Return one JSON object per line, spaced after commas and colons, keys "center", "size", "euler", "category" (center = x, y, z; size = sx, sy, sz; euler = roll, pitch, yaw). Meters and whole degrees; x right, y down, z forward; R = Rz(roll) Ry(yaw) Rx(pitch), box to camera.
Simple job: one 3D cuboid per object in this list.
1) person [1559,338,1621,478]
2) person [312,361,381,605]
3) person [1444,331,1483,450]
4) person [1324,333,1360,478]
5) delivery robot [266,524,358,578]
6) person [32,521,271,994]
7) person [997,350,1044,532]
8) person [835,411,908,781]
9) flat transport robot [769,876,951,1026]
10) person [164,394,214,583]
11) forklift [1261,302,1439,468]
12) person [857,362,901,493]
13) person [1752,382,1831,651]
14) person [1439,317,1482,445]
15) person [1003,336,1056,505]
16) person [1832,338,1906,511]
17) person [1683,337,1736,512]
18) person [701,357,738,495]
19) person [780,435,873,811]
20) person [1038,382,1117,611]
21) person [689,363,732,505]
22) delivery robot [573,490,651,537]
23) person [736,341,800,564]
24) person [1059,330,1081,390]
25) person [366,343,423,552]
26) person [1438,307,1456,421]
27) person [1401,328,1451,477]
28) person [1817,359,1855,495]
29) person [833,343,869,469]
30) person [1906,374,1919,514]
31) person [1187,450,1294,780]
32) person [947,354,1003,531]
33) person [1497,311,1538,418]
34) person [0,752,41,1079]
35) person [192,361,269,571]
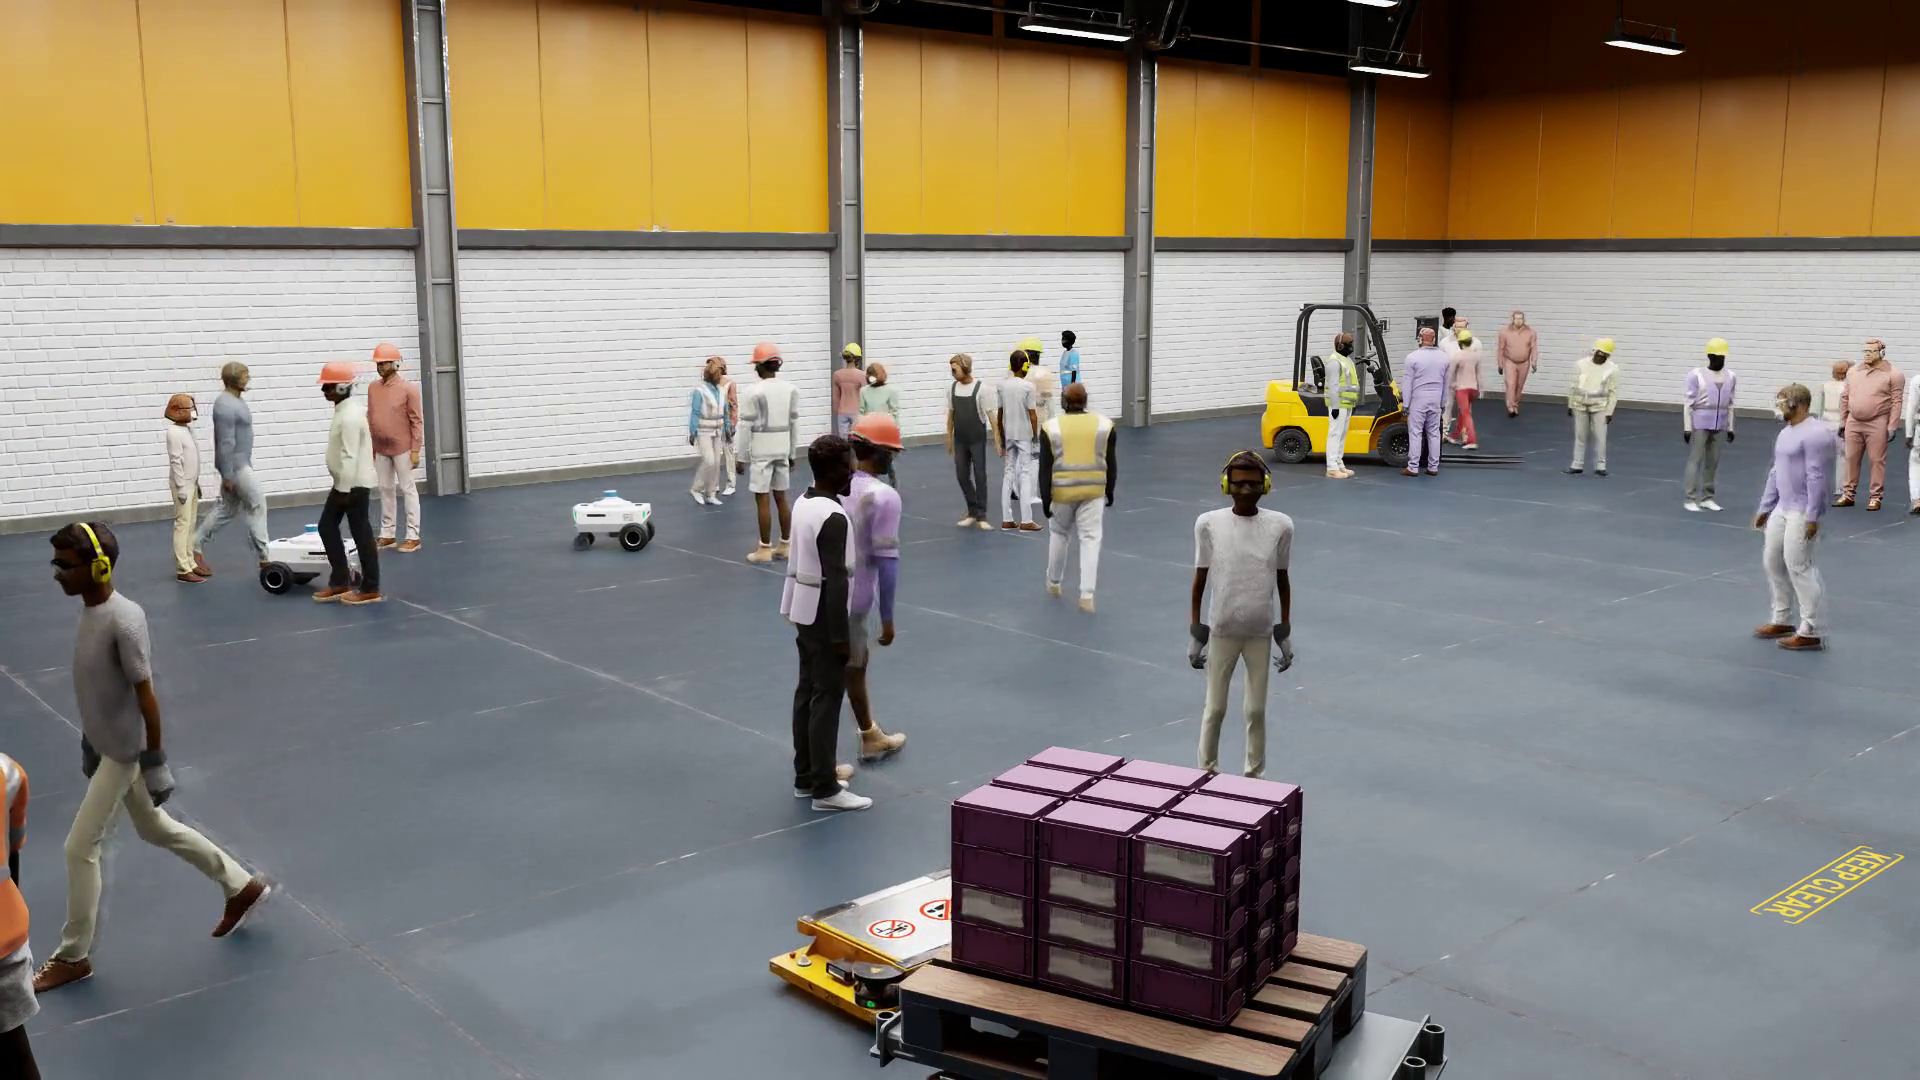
{"center": [8.013, -1.682, 21.192], "size": [0.701, 1.794, 0.405], "euler": [8, 13, 41], "category": "person"}
{"center": [-5.014, -0.441, 13.337], "size": [0.672, 1.975, 0.646], "euler": [-5, 11, -27], "category": "person"}
{"center": [7.352, -2.199, 24.380], "size": [0.539, 1.720, 0.889], "euler": [-4, 10, -22], "category": "person"}
{"center": [4.867, -1.713, 21.200], "size": [0.429, 1.841, 0.635], "euler": [5, 11, 28], "category": "person"}
{"center": [-5.444, 0.111, 14.007], "size": [0.707, 0.478, 0.477], "euler": [1, 10, 4], "category": "delivery robot"}
{"center": [-3.259, 0.802, 6.562], "size": [0.969, 1.824, 0.531], "euler": [-9, 13, -42], "category": "person"}
{"center": [0.613, -1.012, 17.032], "size": [0.507, 1.865, 0.329], "euler": [7, 12, 37], "category": "person"}
{"center": [-0.520, 0.307, 8.967], "size": [0.899, 1.983, 0.633], "euler": [-8, 13, -39], "category": "person"}
{"center": [0.002, 1.551, 6.681], "size": [1.431, 0.197, 0.652], "euler": [-9, 13, -42], "category": "flat transport robot"}
{"center": [-6.701, -0.452, 14.423], "size": [0.282, 1.633, 0.498], "euler": [-2, 10, -11], "category": "person"}
{"center": [5.320, -2.157, 22.763], "size": [2.313, 2.155, 1.214], "euler": [3, 10, 16], "category": "forklift"}
{"center": [-0.908, -1.233, 19.041], "size": [0.545, 1.616, 0.425], "euler": [3, 10, 19], "category": "person"}
{"center": [6.073, -0.183, 12.058], "size": [0.380, 1.896, 0.684], "euler": [1, 10, 6], "category": "person"}
{"center": [7.450, -2.375, 24.886], "size": [0.652, 1.904, 0.404], "euler": [4, 11, 23], "category": "person"}
{"center": [0.798, -1.350, 18.880], "size": [0.605, 1.907, 0.441], "euler": [8, 12, 38], "category": "person"}
{"center": [10.084, -1.283, 18.491], "size": [0.409, 1.907, 0.651], "euler": [-7, 12, -36], "category": "person"}
{"center": [8.281, -1.271, 18.364], "size": [0.593, 1.925, 0.381], "euler": [-2, 10, -10], "category": "person"}
{"center": [-2.846, -1.346, 19.638], "size": [0.522, 1.638, 0.310], "euler": [6, 11, 29], "category": "person"}
{"center": [-0.706, 0.417, 8.500], "size": [0.394, 1.919, 0.590], "euler": [-4, 10, -22], "category": "person"}
{"center": [0.944, -0.372, 13.480], "size": [0.648, 1.800, 0.926], "euler": [0, 10, -2], "category": "person"}
{"center": [-2.810, -1.185, 18.722], "size": [0.350, 1.621, 0.542], "euler": [6, 11, 32], "category": "person"}
{"center": [-3.354, -0.234, 16.025], "size": [0.707, 0.478, 0.477], "euler": [0, 10, -2], "category": "delivery robot"}
{"center": [-1.763, -0.795, 15.252], "size": [0.611, 2.041, 0.407], "euler": [-10, 14, -44], "category": "person"}
{"center": [1.682, -2.365, 25.461], "size": [0.321, 1.691, 0.537], "euler": [-2, 10, -13], "category": "person"}
{"center": [-5.407, -0.878, 15.854], "size": [0.608, 1.996, 0.382], "euler": [4, 10, 21], "category": "person"}
{"center": [8.274, -2.995, 28.393], "size": [0.612, 1.953, 0.395], "euler": [-9, 13, -41], "category": "person"}
{"center": [5.943, -1.760, 21.312], "size": [0.640, 1.902, 0.402], "euler": [-3, 10, -17], "category": "person"}
{"center": [10.210, -1.308, 19.468], "size": [0.696, 1.619, 0.518], "euler": [-5, 11, -25], "category": "person"}
{"center": [-1.303, -1.514, 20.264], "size": [0.523, 1.766, 0.315], "euler": [5, 11, 26], "category": "person"}
{"center": [10.462, -1.154, 17.833], "size": [0.590, 1.870, 0.407], "euler": [4, 11, 24], "category": "person"}
{"center": [1.407, 0.475, 8.319], "size": [0.533, 1.864, 0.310], "euler": [0, 10, 3], "category": "person"}
{"center": [0.148, -0.996, 17.080], "size": [0.656, 1.826, 0.397], "euler": [6, 11, 31], "category": "person"}
{"center": [9.761, -3.069, 29.110], "size": [0.641, 1.853, 0.979], "euler": [1, 10, 6], "category": "person"}
{"center": [-2.852, 1.172, 4.724], "size": [0.318, 1.700, 0.534], "euler": [1, 10, 8], "category": "person"}
{"center": [-6.489, -0.639, 14.751], "size": [0.941, 1.908, 0.638], "euler": [-3, 10, -19], "category": "person"}
